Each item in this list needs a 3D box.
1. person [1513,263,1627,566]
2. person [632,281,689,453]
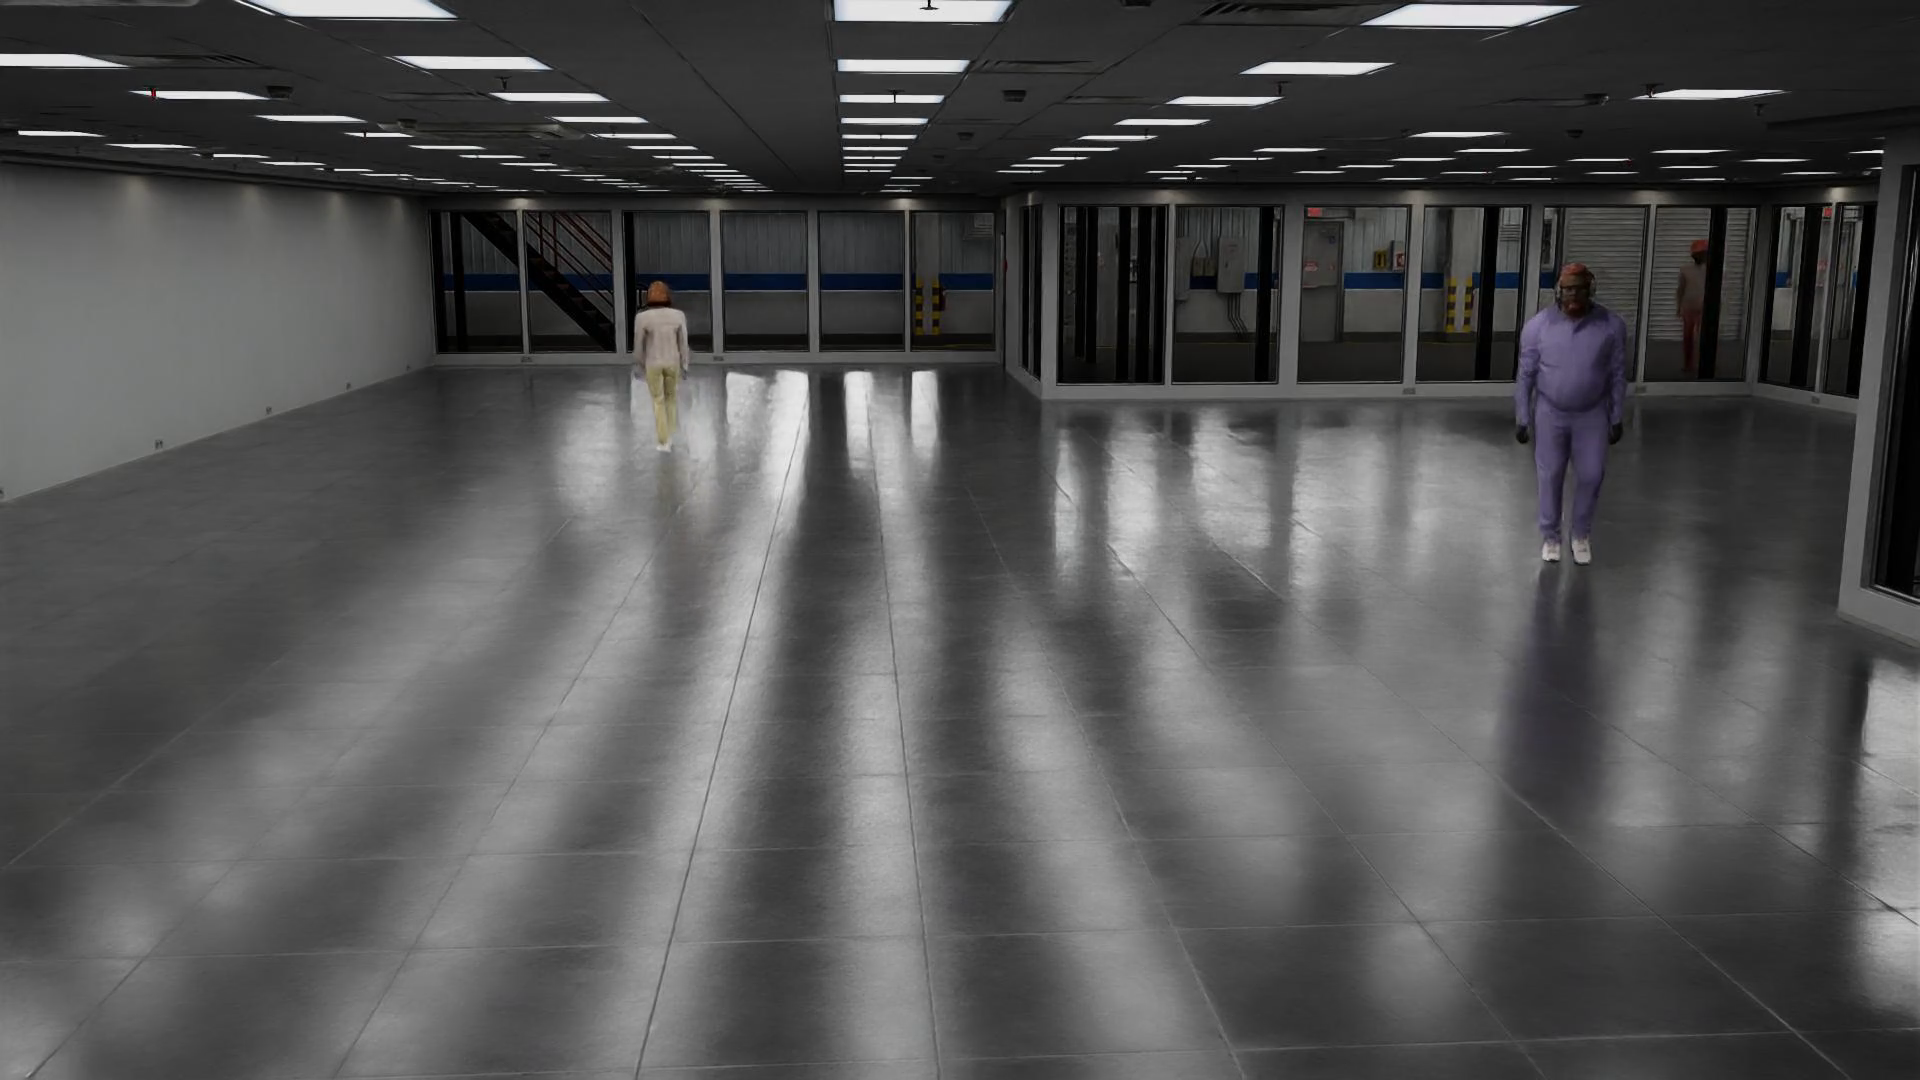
[{"bbox_3d":[3.808,-0.777,10.416,0.670,1.885,0.601,3,11,17],"label":"person"},{"bbox_3d":[-2.882,-1.655,15.881,0.523,1.608,0.669,-5,12,-26],"label":"person"}]
